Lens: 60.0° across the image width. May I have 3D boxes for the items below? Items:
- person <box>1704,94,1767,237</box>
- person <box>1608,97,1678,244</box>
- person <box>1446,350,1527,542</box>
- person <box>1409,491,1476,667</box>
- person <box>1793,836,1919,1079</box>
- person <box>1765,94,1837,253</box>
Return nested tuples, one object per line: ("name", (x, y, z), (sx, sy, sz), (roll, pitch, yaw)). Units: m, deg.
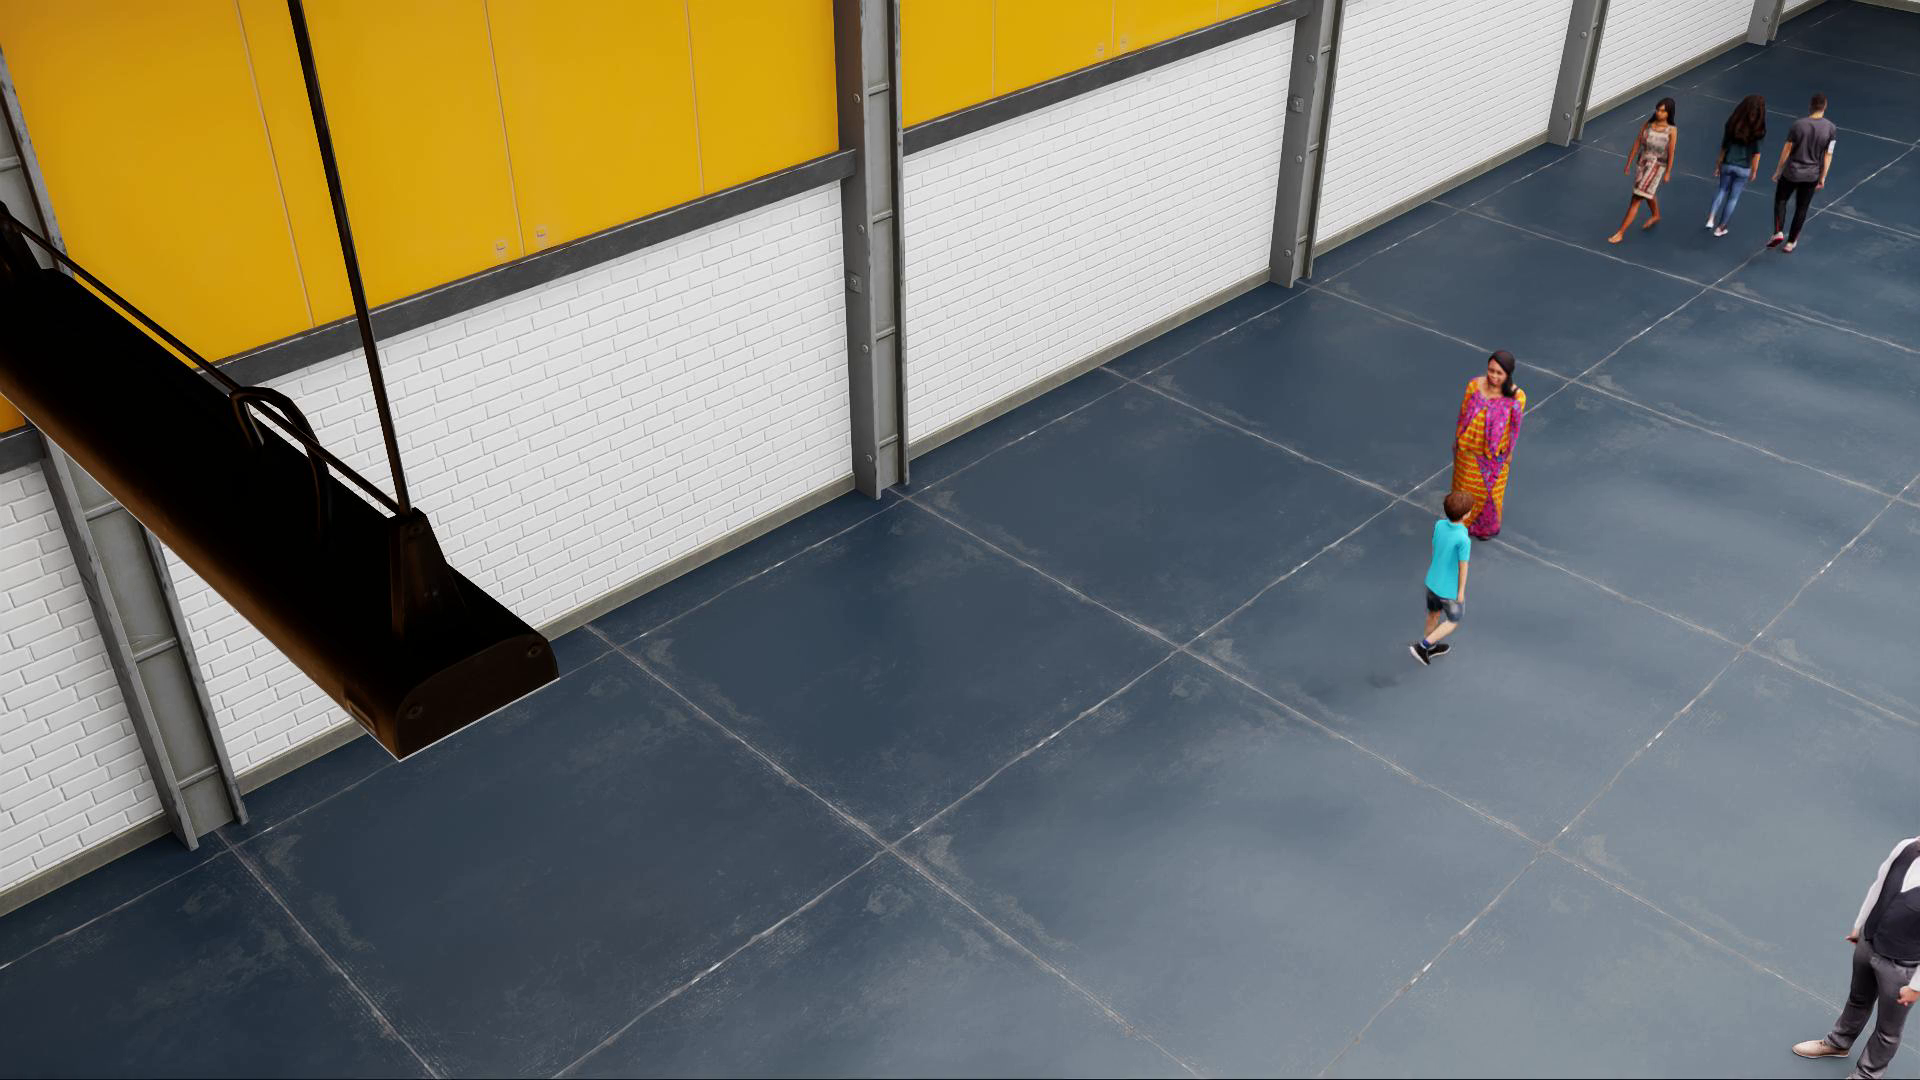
("person", (8.605, -4.124, 18.473), (0.591, 1.606, 0.591), (27, 42, 35))
("person", (7.719, -4.122, 18.484), (1.217, 1.590, 0.754), (-21, 39, -28))
("person", (4.231, -0.785, 13.376), (0.722, 1.688, 0.721), (20, 38, 27))
("person", (3.445, 0.301, 11.963), (0.756, 1.443, 0.666), (-13, 36, -19))
("person", (4.913, 2.159, 8.720), (0.763, 1.938, 0.746), (-5, 34, -8))
("person", (9.109, -3.943, 18.074), (0.847, 1.747, 0.917), (15, 36, 21))
